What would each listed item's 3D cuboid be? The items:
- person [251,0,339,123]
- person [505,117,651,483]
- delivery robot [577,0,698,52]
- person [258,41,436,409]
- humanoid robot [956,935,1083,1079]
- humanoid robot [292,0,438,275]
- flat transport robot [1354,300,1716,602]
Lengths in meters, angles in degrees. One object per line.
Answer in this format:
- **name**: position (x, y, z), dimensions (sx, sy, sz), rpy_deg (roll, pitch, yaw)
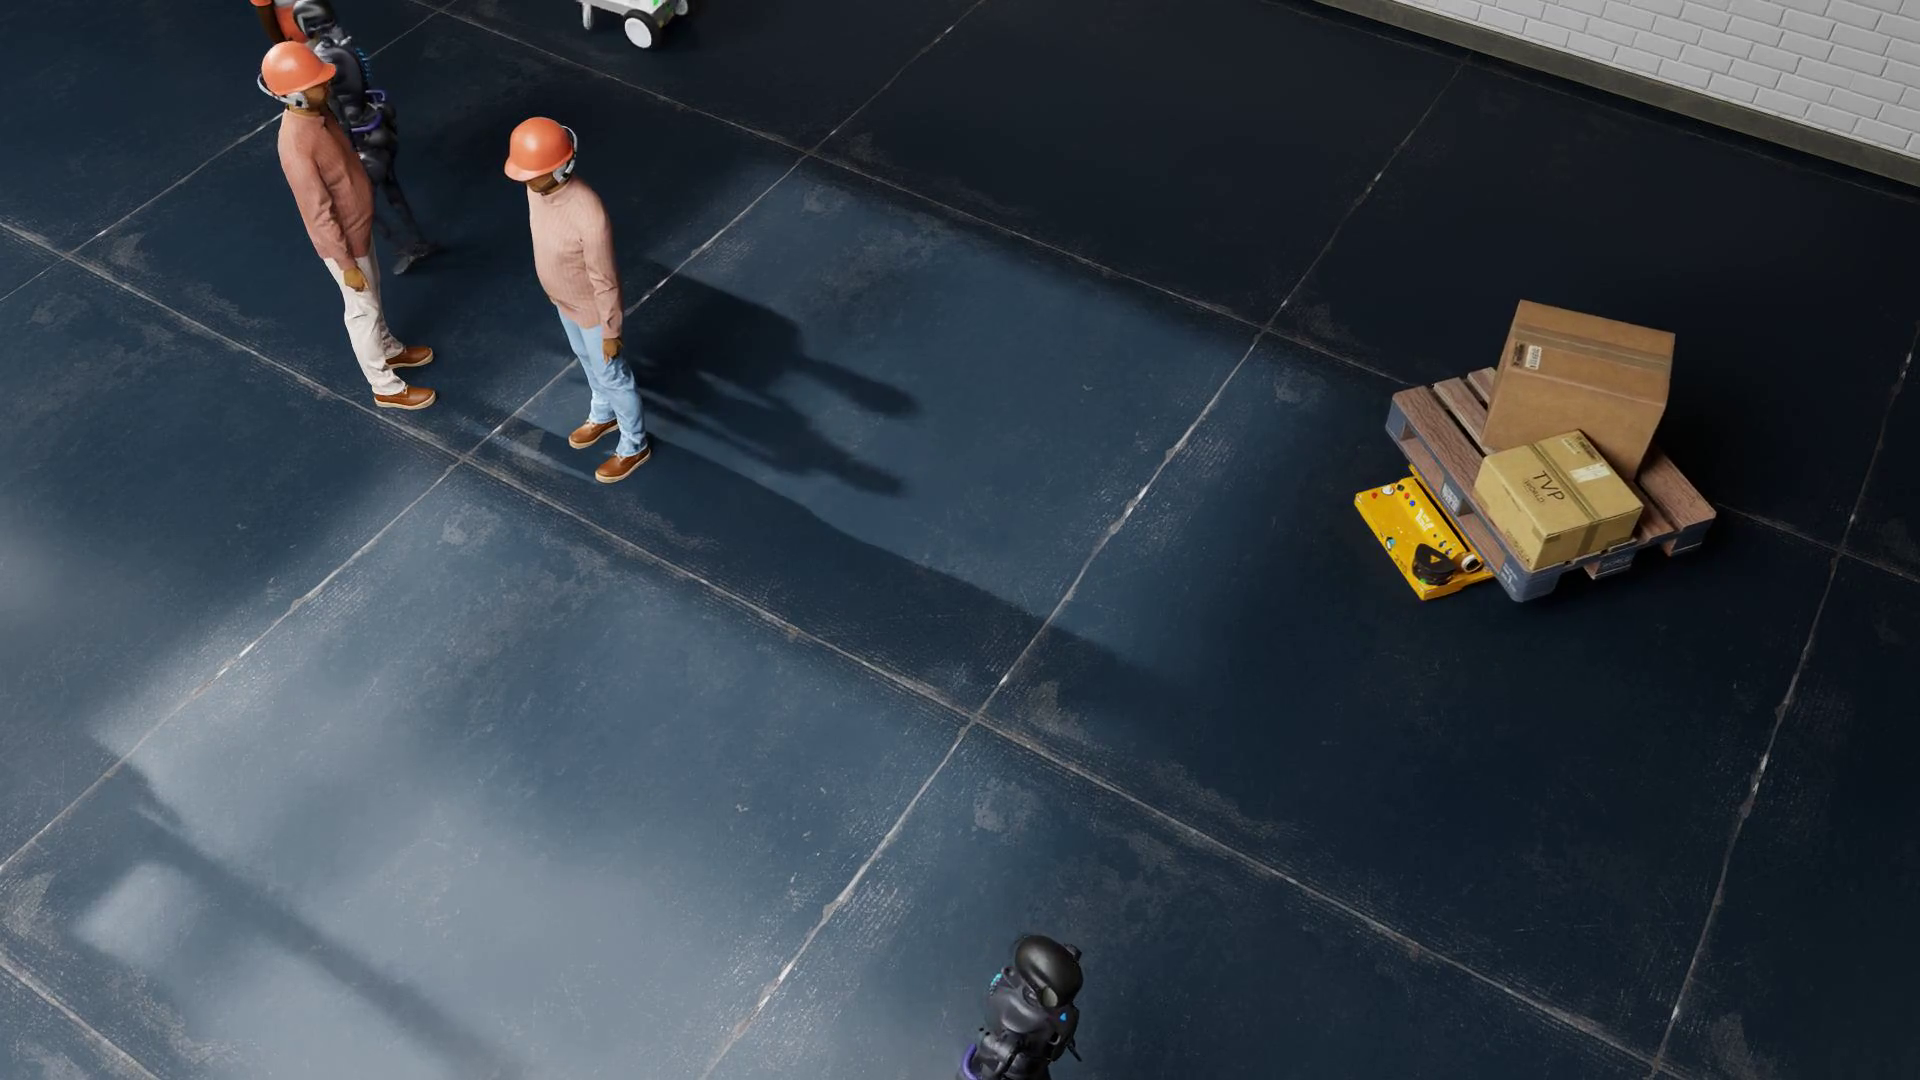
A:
- **person**: position (-3.639, -2.871, 9.200), dimensions (0.361, 1.962, 0.613), rpy_deg (7, 49, 6)
- **person**: position (-1.743, -1.097, 7.639), dimensions (0.402, 1.986, 0.610), rpy_deg (-31, 55, -24)
- **delivery robot**: position (-2.115, -3.526, 10.721), dimensions (0.786, 0.614, 0.524), rpy_deg (22, 52, 18)
- **person**: position (-2.929, -1.481, 7.964), dimensions (0.376, 1.997, 0.608), rpy_deg (-9, 49, -8)
- **humanoid robot**: position (0.143, 1.722, 5.374), dimensions (0.417, 1.635, 0.610), rpy_deg (24, 53, 19)
- **humanoid robot**: position (-3.115, -2.119, 8.732), dimensions (0.350, 1.639, 0.591), rpy_deg (-3, 49, -2)
- **flat transport robot**: position (2.690, -0.180, 7.973), dimensions (1.431, 0.231, 0.659), rpy_deg (-15, 51, -13)
